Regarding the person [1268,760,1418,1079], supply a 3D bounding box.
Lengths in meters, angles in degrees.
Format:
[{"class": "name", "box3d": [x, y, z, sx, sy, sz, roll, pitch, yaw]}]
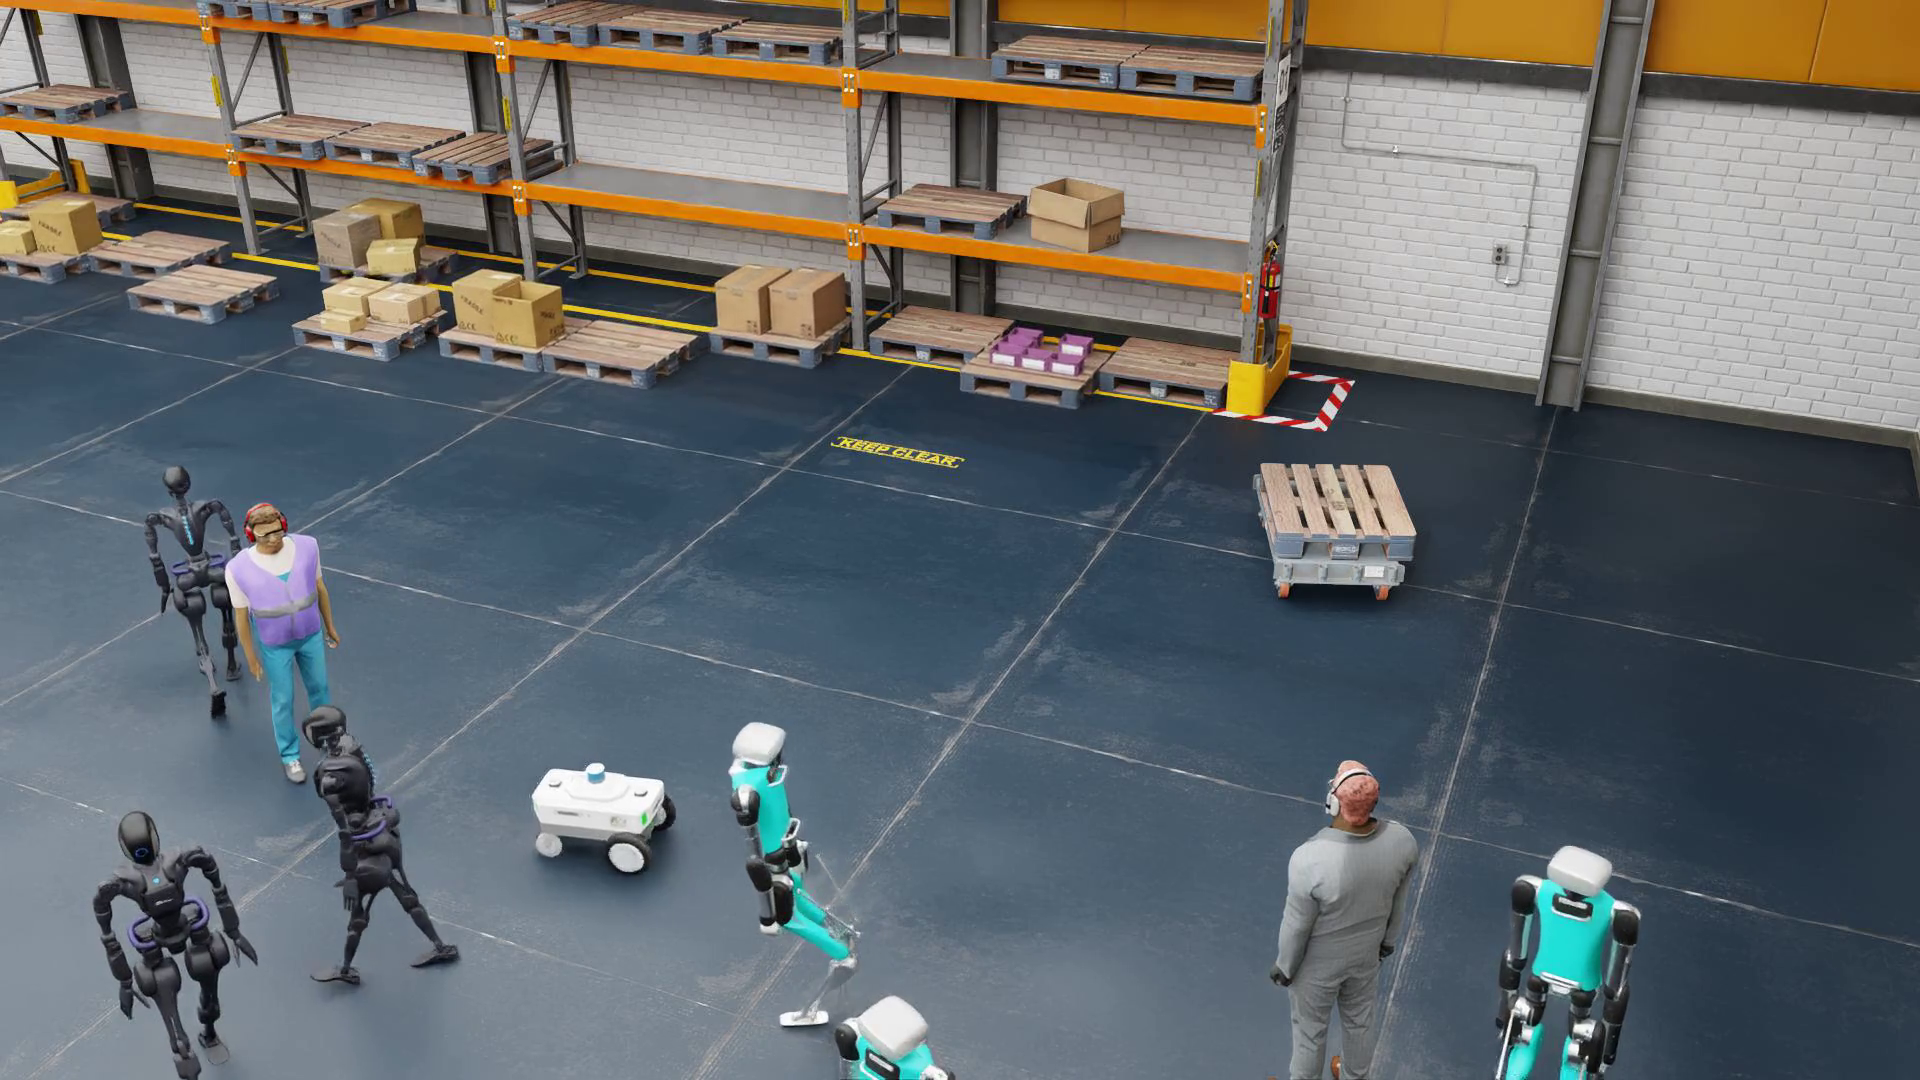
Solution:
[{"class": "person", "box3d": [1.703, 1.836, 7.588, 0.651, 1.905, 0.405, -10, 29, -19]}]

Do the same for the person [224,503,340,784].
[{"class": "person", "box3d": [-4.074, 0.591, 10.079, 0.386, 1.837, 0.570, 24, 36, 39]}]

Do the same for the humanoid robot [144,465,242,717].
[{"class": "humanoid robot", "box3d": [-4.922, 0.306, 10.845, 0.589, 1.635, 0.748, -13, 30, -23]}]

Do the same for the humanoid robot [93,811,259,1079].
[{"class": "humanoid robot", "box3d": [-3.588, 1.930, 7.694, 0.607, 1.626, 0.783, -19, 33, -32]}]

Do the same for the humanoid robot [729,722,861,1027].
[{"class": "humanoid robot", "box3d": [-0.713, 1.735, 8.073, 0.711, 1.880, 0.533, 4, 27, 7]}]

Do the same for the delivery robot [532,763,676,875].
[{"class": "delivery robot", "box3d": [-2.059, 1.563, 9.588, 0.789, 0.593, 0.499, 5, 28, 9]}]

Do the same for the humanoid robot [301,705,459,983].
[{"class": "humanoid robot", "box3d": [-3.019, 1.546, 8.421, 0.705, 1.627, 0.598, -3, 27, -5]}]

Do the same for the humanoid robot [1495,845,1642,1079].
[{"class": "humanoid robot", "box3d": [2.414, 2.251, 7.019, 0.573, 1.765, 0.995, 17, 32, 29]}]

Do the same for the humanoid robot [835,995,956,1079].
[{"class": "humanoid robot", "box3d": [-0.400, 2.586, 6.357, 0.554, 1.747, 1.046, 20, 33, 33]}]
